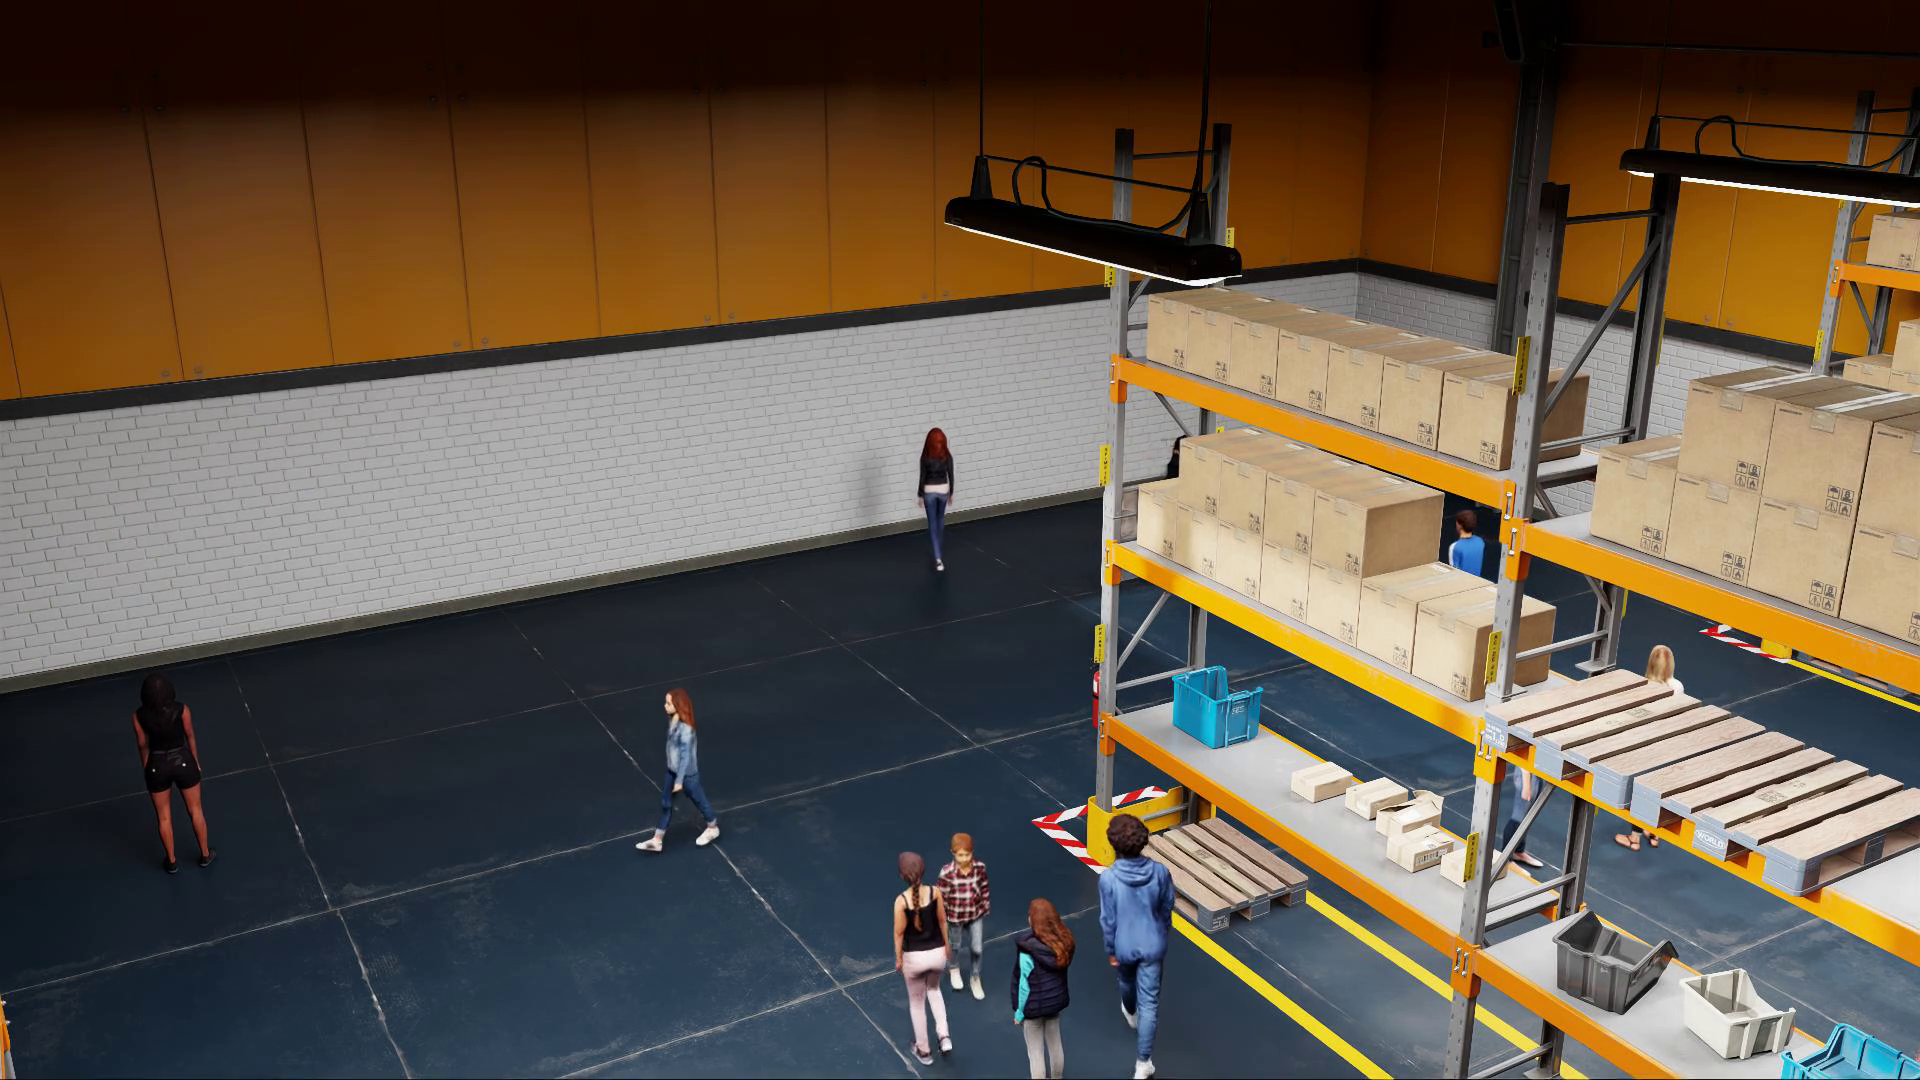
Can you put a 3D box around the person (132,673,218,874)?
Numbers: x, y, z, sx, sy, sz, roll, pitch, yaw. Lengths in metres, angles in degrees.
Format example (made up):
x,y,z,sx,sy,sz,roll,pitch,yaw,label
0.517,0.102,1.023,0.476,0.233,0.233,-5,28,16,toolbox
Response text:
x,y,z,sx,sy,sz,roll,pitch,yaw,label
-6.484,1.899,13.674,0.632,1.740,0.565,-7,20,-20,person

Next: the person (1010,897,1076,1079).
x,y,z,sx,sy,sz,roll,pitch,yaw,label
0.533,2.999,10.783,0.628,1.499,0.638,-17,25,-40,person

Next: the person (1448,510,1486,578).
x,y,z,sx,sy,sz,roll,pitch,yaw,label
5.313,0.611,17.366,0.634,1.824,1.215,-11,21,-29,person

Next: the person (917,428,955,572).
x,y,z,sx,sy,sz,roll,pitch,yaw,label
-0.298,-0.516,20.818,0.883,1.756,1.158,-3,19,-9,person

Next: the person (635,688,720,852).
x,y,z,sx,sy,sz,roll,pitch,yaw,label
-2.262,1.941,14.012,0.712,1.444,0.932,-13,23,-34,person

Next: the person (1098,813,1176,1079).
x,y,z,sx,sy,sz,roll,pitch,yaw,label
1.198,2.752,11.115,1.139,1.754,1.272,3,19,8,person

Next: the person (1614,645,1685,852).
x,y,z,sx,sy,sz,roll,pitch,yaw,label
5.827,1.752,13.978,0.664,1.824,0.626,-4,19,-12,person

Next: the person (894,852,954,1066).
x,y,z,sx,sy,sz,roll,pitch,yaw,label
-0.215,2.843,11.178,0.570,1.542,0.674,-7,20,-19,person

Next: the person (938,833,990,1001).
x,y,z,sx,sy,sz,roll,pitch,yaw,label
0.010,2.667,12.100,0.655,1.288,0.722,-4,19,-12,person
